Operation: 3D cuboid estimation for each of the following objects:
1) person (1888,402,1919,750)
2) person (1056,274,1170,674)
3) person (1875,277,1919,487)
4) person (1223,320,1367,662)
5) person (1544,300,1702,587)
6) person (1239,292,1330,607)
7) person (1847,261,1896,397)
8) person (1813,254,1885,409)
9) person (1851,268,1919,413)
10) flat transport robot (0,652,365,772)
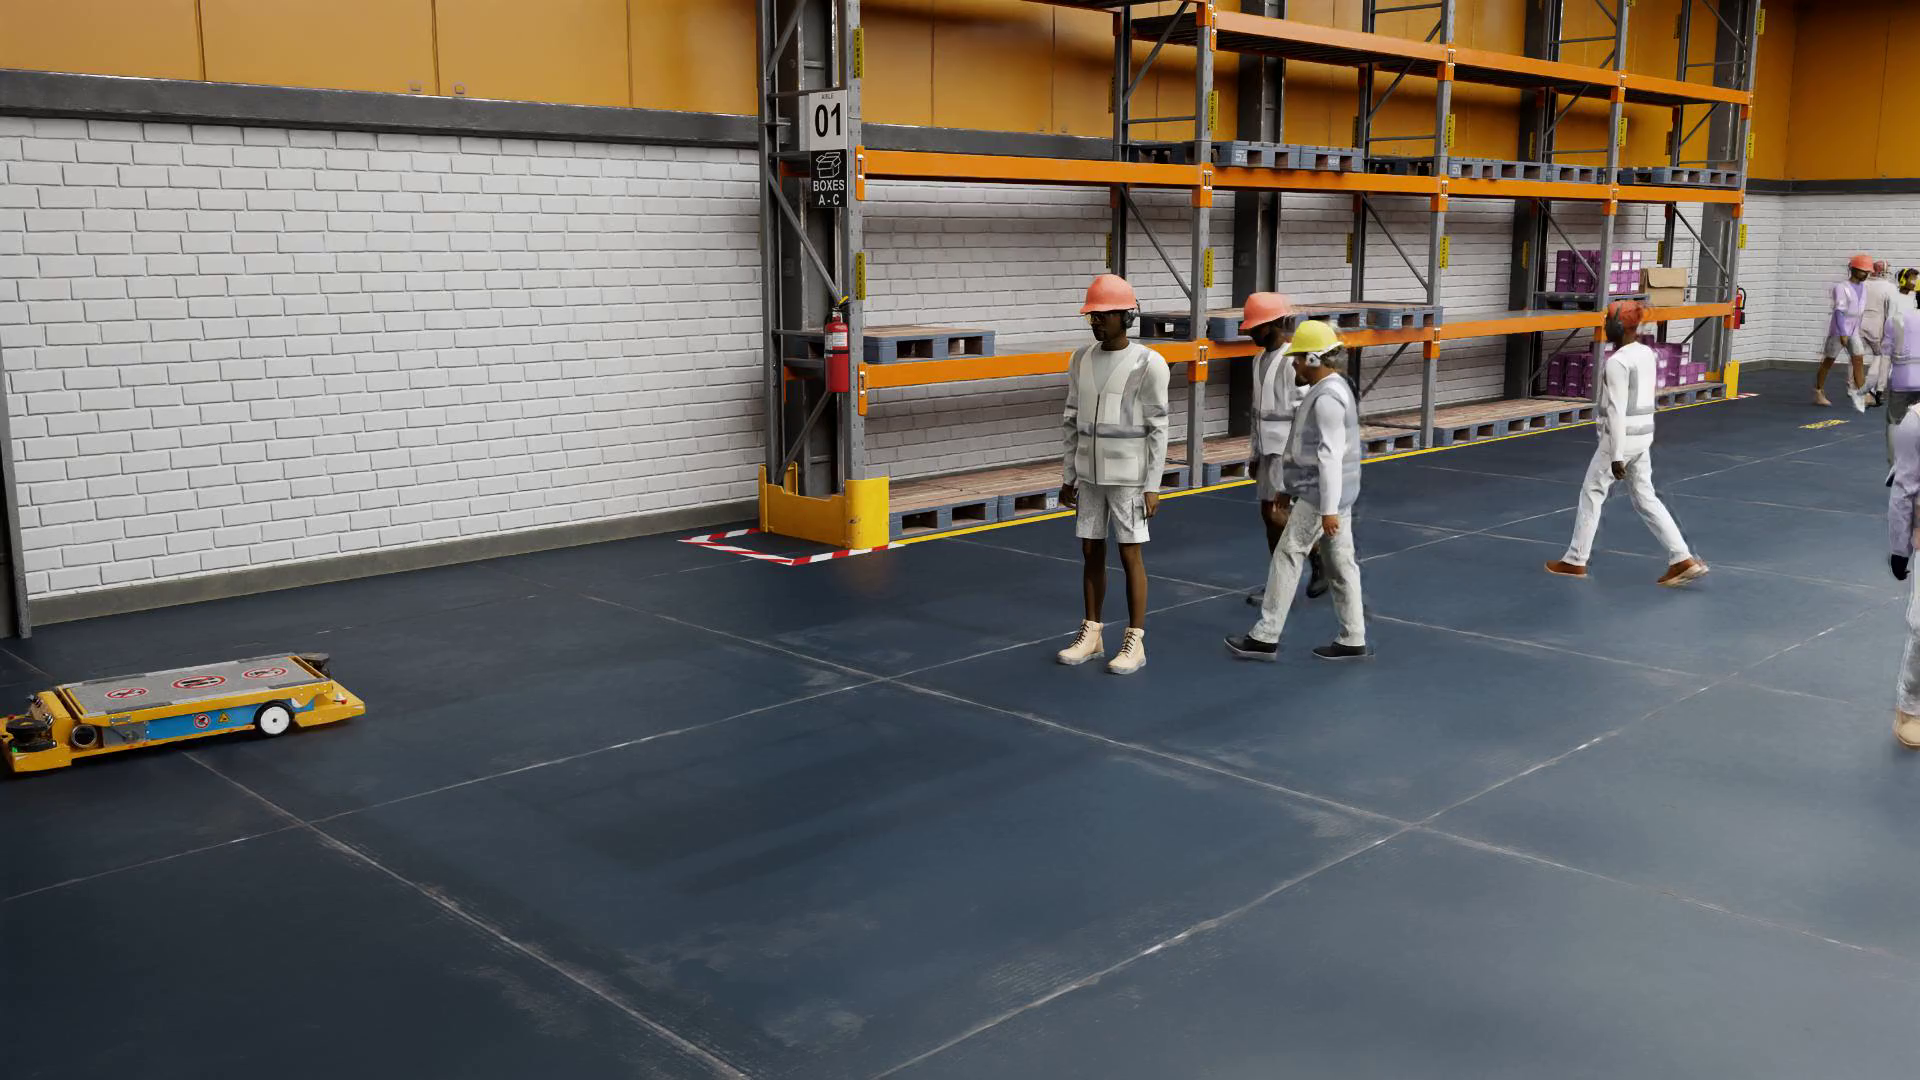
[{"bbox_3d":[4.327,0.044,7.100,0.630,1.830,0.453,2,11,12],"label":"person"},{"bbox_3d":[0.766,-0.333,8.555,0.615,2.043,0.373,8,13,39],"label":"person"},{"bbox_3d":[8.355,-1.366,14.535,0.606,1.908,0.413,5,11,25],"label":"person"},{"bbox_3d":[1.787,-0.246,8.752,0.847,1.791,0.596,3,11,18],"label":"person"},{"bbox_3d":[4.308,-0.613,10.659,0.592,1.848,0.966,-9,14,-41],"label":"person"},{"bbox_3d":[1.948,-0.538,10.037,0.560,1.907,0.596,-3,11,-17],"label":"person"},{"bbox_3d":[12.606,-2.919,23.066,0.439,1.886,0.709,-9,14,-40],"label":"person"},{"bbox_3d":[11.536,-2.684,21.521,0.649,1.977,1.022,-4,11,-21],"label":"person"},{"bbox_3d":[11.574,-2.450,20.646,0.518,1.844,0.826,-5,12,-26],"label":"person"},{"bbox_3d":[-3.508,0.747,7.496,1.431,0.197,0.652,-8,13,-35],"label":"flat transport robot"}]
